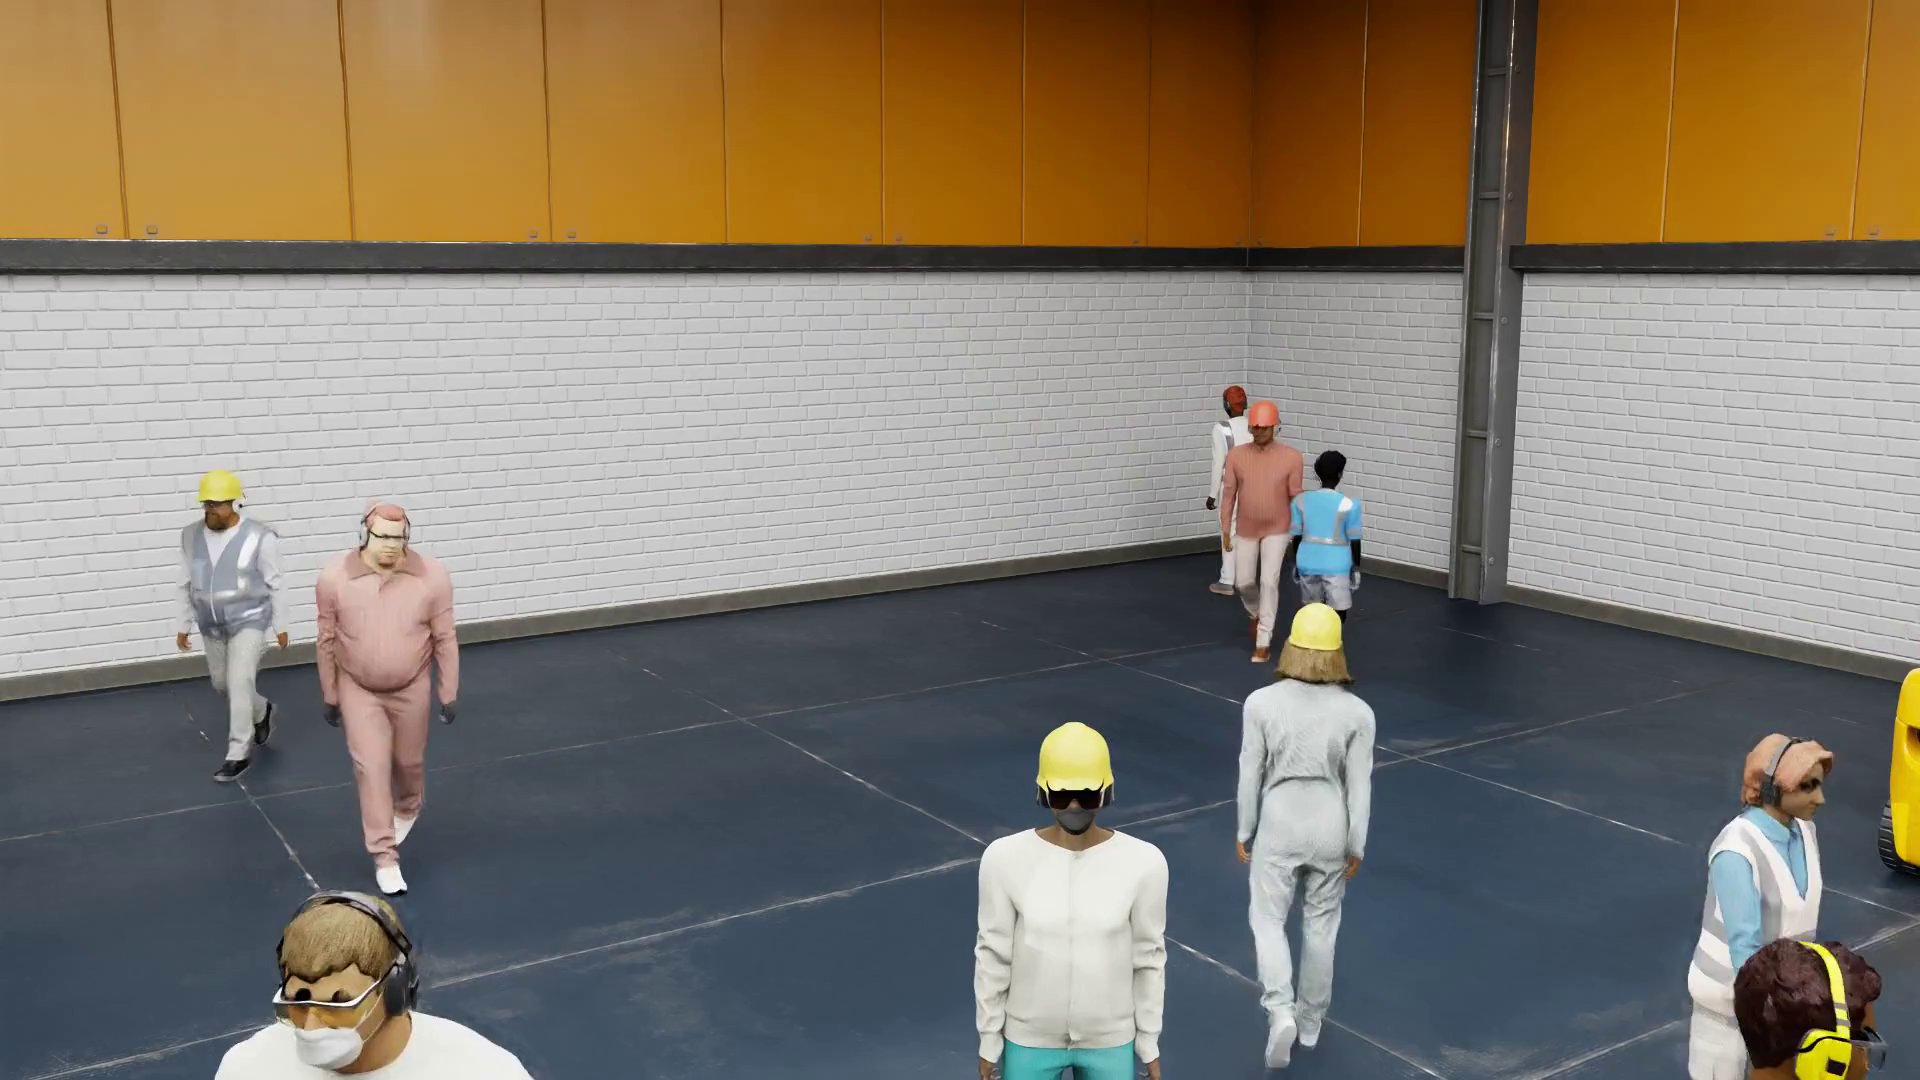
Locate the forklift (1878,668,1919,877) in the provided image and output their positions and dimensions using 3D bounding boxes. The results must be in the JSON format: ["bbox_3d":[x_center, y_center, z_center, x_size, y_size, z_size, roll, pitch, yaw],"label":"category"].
[{"bbox_3d":[5.511,0.571,7.906,2.313,2.155,1.214,-6,11,-33],"label":"forklift"}]

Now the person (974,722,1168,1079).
[{"bbox_3d":[0.299,1.350,4.503,0.524,1.769,0.309,0,9,-2],"label":"person"}]

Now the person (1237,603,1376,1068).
[{"bbox_3d":[1.268,1.097,6.121,0.489,1.728,0.608,1,10,8],"label":"person"}]

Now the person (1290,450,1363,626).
[{"bbox_3d":[2.562,0.196,11.750,0.538,1.663,0.729,7,12,36],"label":"person"}]

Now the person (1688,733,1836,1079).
[{"bbox_3d":[2.374,1.362,4.871,0.514,1.622,0.534,-6,11,-33],"label":"person"}]

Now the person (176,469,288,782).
[{"bbox_3d":[-4.256,0.450,9.810,0.600,1.799,0.808,1,9,7],"label":"person"}]

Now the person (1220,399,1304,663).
[{"bbox_3d":[2.299,-0.097,12.640,0.629,1.968,0.745,3,10,20],"label":"person"}]

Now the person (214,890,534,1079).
[{"bbox_3d":[-1.023,1.510,3.094,0.629,1.917,0.634,2,10,12],"label":"person"}]

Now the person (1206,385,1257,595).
[{"bbox_3d":[2.480,-0.447,14.963,0.573,1.887,0.353,-5,11,-26],"label":"person"}]

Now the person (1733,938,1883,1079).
[{"bbox_3d":[1.274,1.584,2.858,0.582,1.839,0.575,1,10,8],"label":"person"}]

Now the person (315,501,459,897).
[{"bbox_3d":[-2.790,0.708,8.122,0.644,1.857,0.928,-4,10,-21],"label":"person"}]
